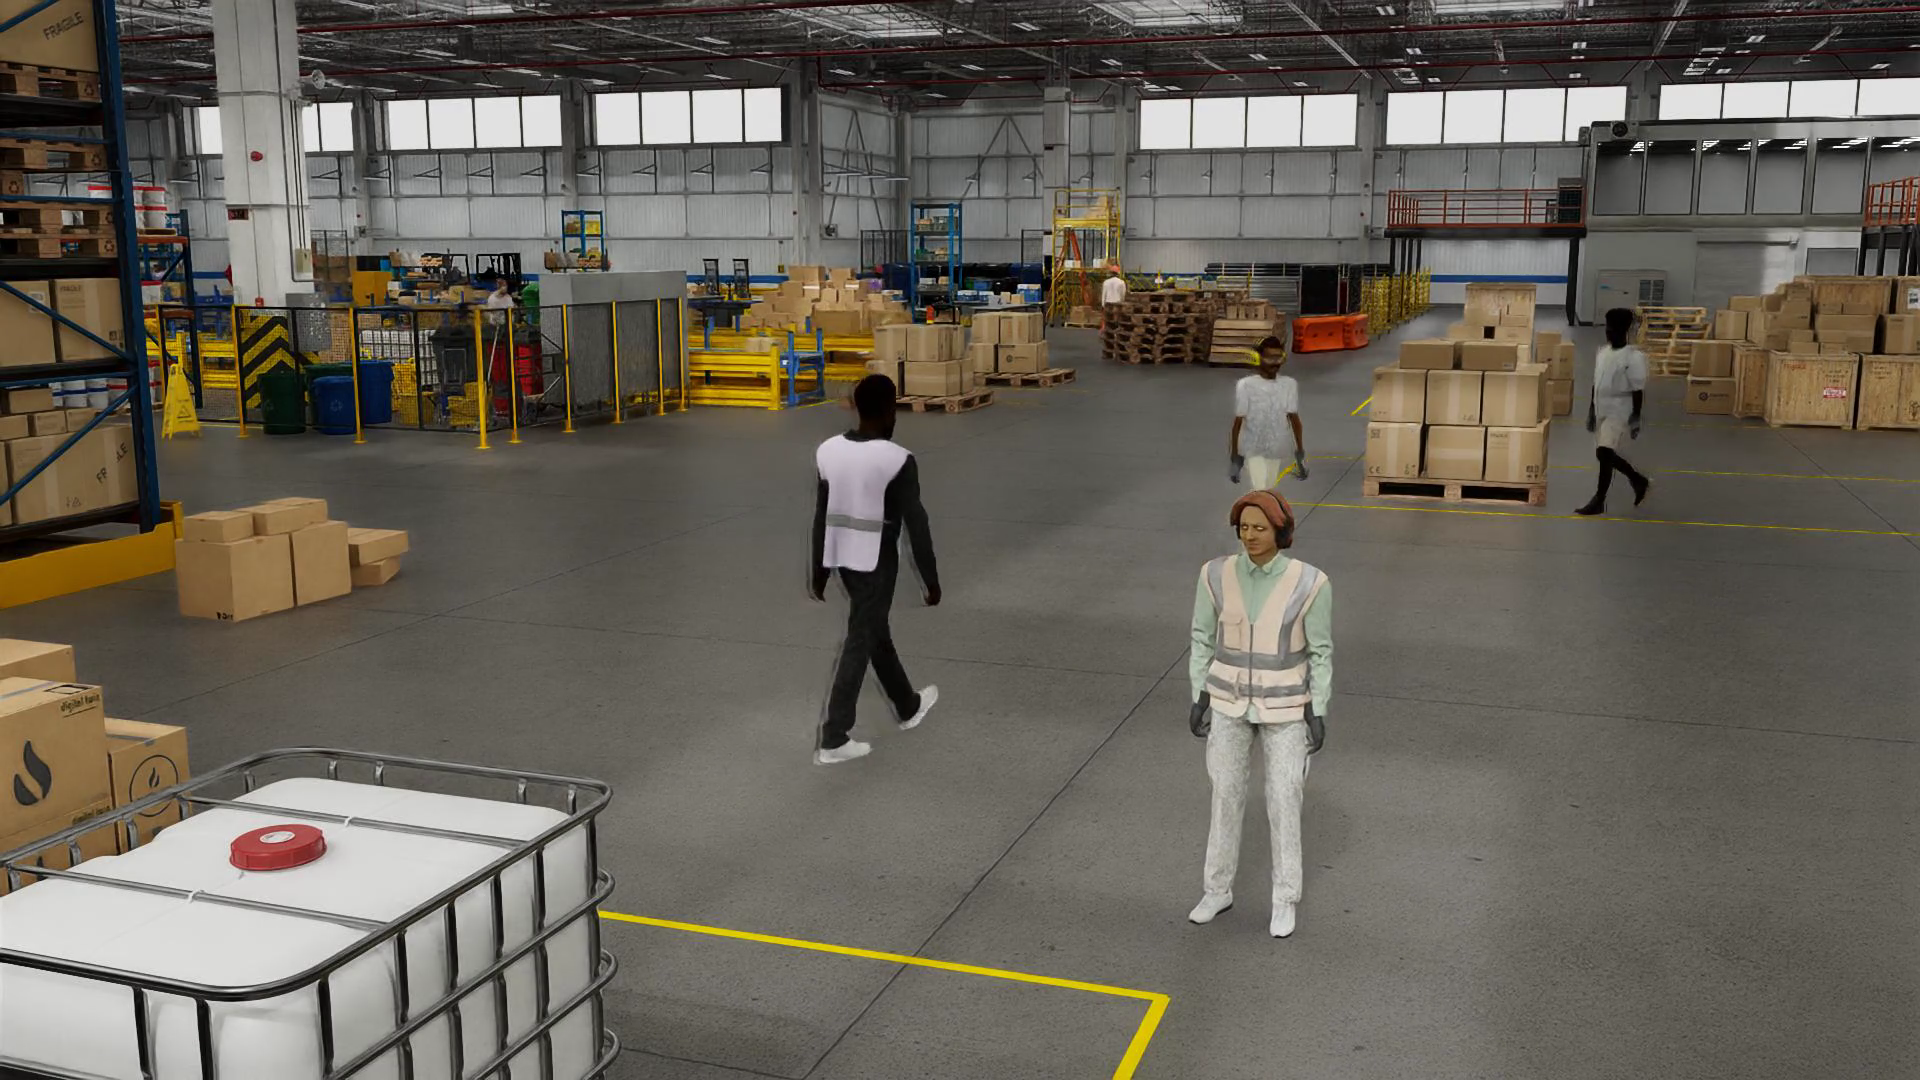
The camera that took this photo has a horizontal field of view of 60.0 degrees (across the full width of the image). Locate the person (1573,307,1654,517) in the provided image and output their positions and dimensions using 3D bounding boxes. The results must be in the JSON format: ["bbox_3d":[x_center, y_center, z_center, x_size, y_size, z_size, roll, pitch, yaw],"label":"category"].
[{"bbox_3d":[6.101,-1.184,15.377,0.813,1.945,0.614,-2,10,-12],"label":"person"}]

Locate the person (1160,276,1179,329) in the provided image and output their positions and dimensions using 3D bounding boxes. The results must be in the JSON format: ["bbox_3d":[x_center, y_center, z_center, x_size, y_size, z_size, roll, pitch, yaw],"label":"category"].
[{"bbox_3d":[5.185,-5.672,41.269,0.483,1.728,0.466,4,11,19],"label":"person"}]

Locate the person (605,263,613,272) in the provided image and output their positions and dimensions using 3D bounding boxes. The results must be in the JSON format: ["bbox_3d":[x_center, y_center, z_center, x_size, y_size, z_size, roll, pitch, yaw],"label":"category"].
[{"bbox_3d":[-11.766,-8.291,55.268,1.079,1.976,0.623,5,11,25],"label":"person"}]

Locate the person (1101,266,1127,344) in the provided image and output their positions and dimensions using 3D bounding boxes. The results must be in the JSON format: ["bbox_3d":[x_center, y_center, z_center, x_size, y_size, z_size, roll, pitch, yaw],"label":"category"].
[{"bbox_3d":[3.979,-5.983,42.354,0.627,1.961,0.873,7,12,33],"label":"person"}]

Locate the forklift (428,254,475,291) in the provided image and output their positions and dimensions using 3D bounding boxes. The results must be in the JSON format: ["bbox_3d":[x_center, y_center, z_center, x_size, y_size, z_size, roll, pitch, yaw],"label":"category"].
[{"bbox_3d":[-20.133,-10.254,65.465,1.157,1.987,2.680,3,11,19],"label":"forklift"}]

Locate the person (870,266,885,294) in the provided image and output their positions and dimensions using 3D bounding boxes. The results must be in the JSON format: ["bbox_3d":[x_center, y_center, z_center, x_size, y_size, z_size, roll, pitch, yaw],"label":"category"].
[{"bbox_3d":[-2.294,-6.772,46.976,0.862,1.891,0.559,7,12,34],"label":"person"}]

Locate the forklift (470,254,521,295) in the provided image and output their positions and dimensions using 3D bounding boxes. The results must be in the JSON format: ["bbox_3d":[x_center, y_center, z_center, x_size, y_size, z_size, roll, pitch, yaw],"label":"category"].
[{"bbox_3d":[-17.990,-10.121,64.684,1.157,1.987,2.680,3,11,17],"label":"forklift"}]

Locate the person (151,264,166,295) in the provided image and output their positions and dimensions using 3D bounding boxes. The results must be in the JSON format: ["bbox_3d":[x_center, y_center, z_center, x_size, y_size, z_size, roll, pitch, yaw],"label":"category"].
[{"bbox_3d":[-28.635,-8.965,59.518,0.581,1.825,0.641,3,11,17],"label":"person"}]

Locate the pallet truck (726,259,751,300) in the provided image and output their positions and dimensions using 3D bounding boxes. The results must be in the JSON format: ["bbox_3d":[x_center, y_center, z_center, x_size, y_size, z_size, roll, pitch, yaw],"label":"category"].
[{"bbox_3d":[-7.986,-9.493,62.019,0.823,1.965,1.885,3,11,17],"label":"pallet truck"}]

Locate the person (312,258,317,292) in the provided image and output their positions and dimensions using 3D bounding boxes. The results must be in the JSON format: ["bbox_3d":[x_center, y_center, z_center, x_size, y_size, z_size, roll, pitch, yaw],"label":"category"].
[{"bbox_3d":[-24.611,-9.712,63.268,0.391,1.990,0.622,-3,10,-16],"label":"person"}]

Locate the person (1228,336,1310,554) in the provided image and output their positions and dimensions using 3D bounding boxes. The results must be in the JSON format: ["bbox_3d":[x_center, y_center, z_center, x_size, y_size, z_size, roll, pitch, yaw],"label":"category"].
[{"bbox_3d":[2.315,-0.584,12.328,0.493,1.833,0.841,-4,11,-21],"label":"person"}]

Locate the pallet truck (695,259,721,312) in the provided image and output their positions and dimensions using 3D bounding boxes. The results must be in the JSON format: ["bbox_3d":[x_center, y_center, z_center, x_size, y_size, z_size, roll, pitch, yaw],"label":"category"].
[{"bbox_3d":[-9.165,-9.627,62.776,0.823,1.965,1.885,4,11,23],"label":"pallet truck"}]

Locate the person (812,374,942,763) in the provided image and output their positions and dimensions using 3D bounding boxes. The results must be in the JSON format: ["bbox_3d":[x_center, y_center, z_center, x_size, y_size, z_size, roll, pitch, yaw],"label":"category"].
[{"bbox_3d":[-0.366,0.122,8.225,0.624,1.866,0.984,9,13,41],"label":"person"}]

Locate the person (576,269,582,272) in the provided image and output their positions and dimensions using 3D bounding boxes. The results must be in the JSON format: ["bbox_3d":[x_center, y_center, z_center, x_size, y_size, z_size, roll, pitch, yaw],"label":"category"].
[{"bbox_3d":[-13.536,-8.900,59.331,0.313,1.768,0.527,6,12,29],"label":"person"}]

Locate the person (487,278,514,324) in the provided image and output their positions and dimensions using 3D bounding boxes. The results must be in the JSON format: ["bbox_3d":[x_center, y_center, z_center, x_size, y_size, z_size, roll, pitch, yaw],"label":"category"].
[{"bbox_3d":[-8.375,-3.884,30.760,0.755,1.880,0.672,5,11,26],"label":"person"}]

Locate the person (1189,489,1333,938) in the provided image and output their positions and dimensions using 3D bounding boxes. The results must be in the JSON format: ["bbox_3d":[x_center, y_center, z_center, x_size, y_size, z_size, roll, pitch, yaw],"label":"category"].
[{"bbox_3d":[1.084,0.625,6.044,0.521,1.639,0.312,5,11,26],"label":"person"}]
